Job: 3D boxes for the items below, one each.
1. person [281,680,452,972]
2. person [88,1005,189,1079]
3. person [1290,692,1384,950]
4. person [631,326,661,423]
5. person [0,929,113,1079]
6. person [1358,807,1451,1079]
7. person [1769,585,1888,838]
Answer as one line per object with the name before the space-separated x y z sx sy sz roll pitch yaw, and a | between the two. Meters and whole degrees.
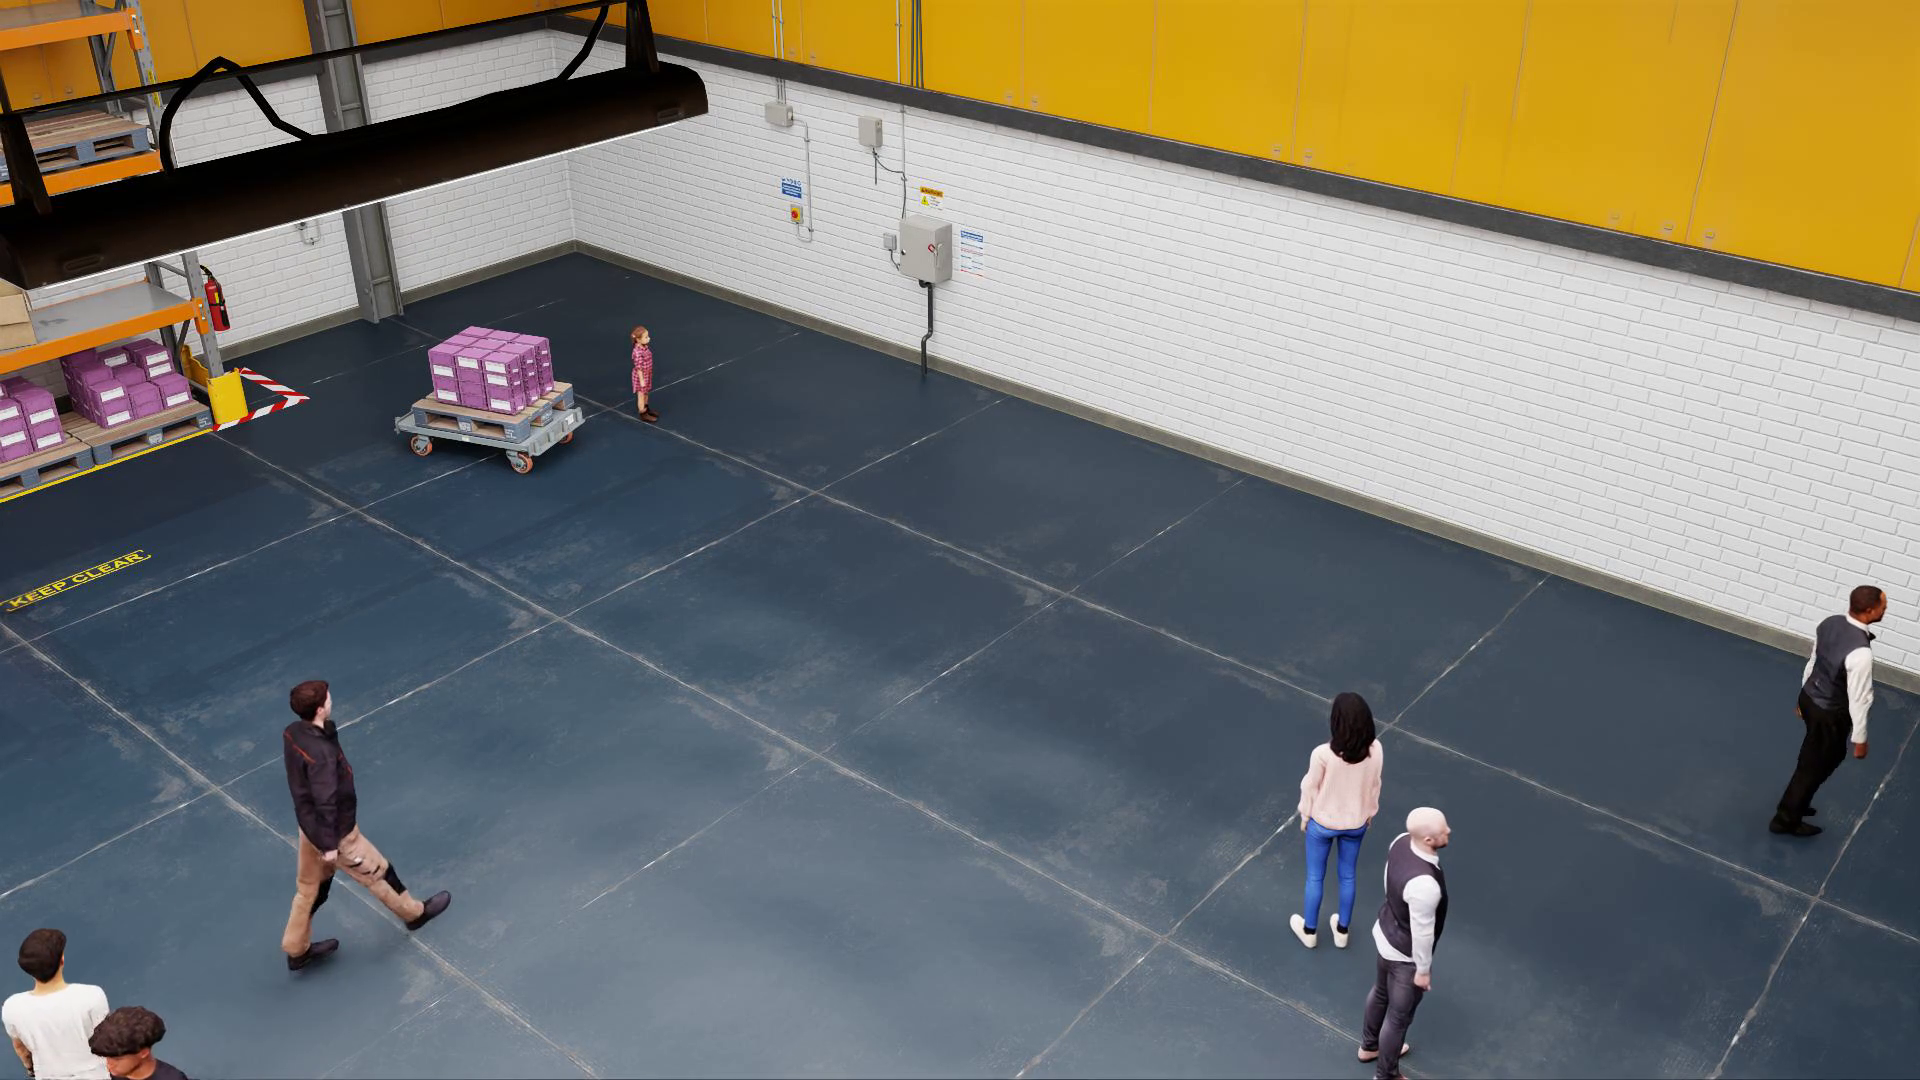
person | -3.793 1.730 9.758 1.262 1.867 0.830 -23 36 -36
person | -3.607 2.836 7.856 0.892 1.747 1.197 8 30 15
person | 2.258 1.691 9.936 0.712 1.766 0.774 -3 29 -5
person | -3.231 -1.697 16.924 0.553 1.022 0.480 4 29 8
person | -4.354 2.695 8.172 1.044 1.691 1.007 -10 30 -18
person | 2.398 2.190 8.961 0.841 1.822 0.772 -1 29 -2
person | 5.561 1.131 10.815 0.901 1.906 0.822 0 29 1
